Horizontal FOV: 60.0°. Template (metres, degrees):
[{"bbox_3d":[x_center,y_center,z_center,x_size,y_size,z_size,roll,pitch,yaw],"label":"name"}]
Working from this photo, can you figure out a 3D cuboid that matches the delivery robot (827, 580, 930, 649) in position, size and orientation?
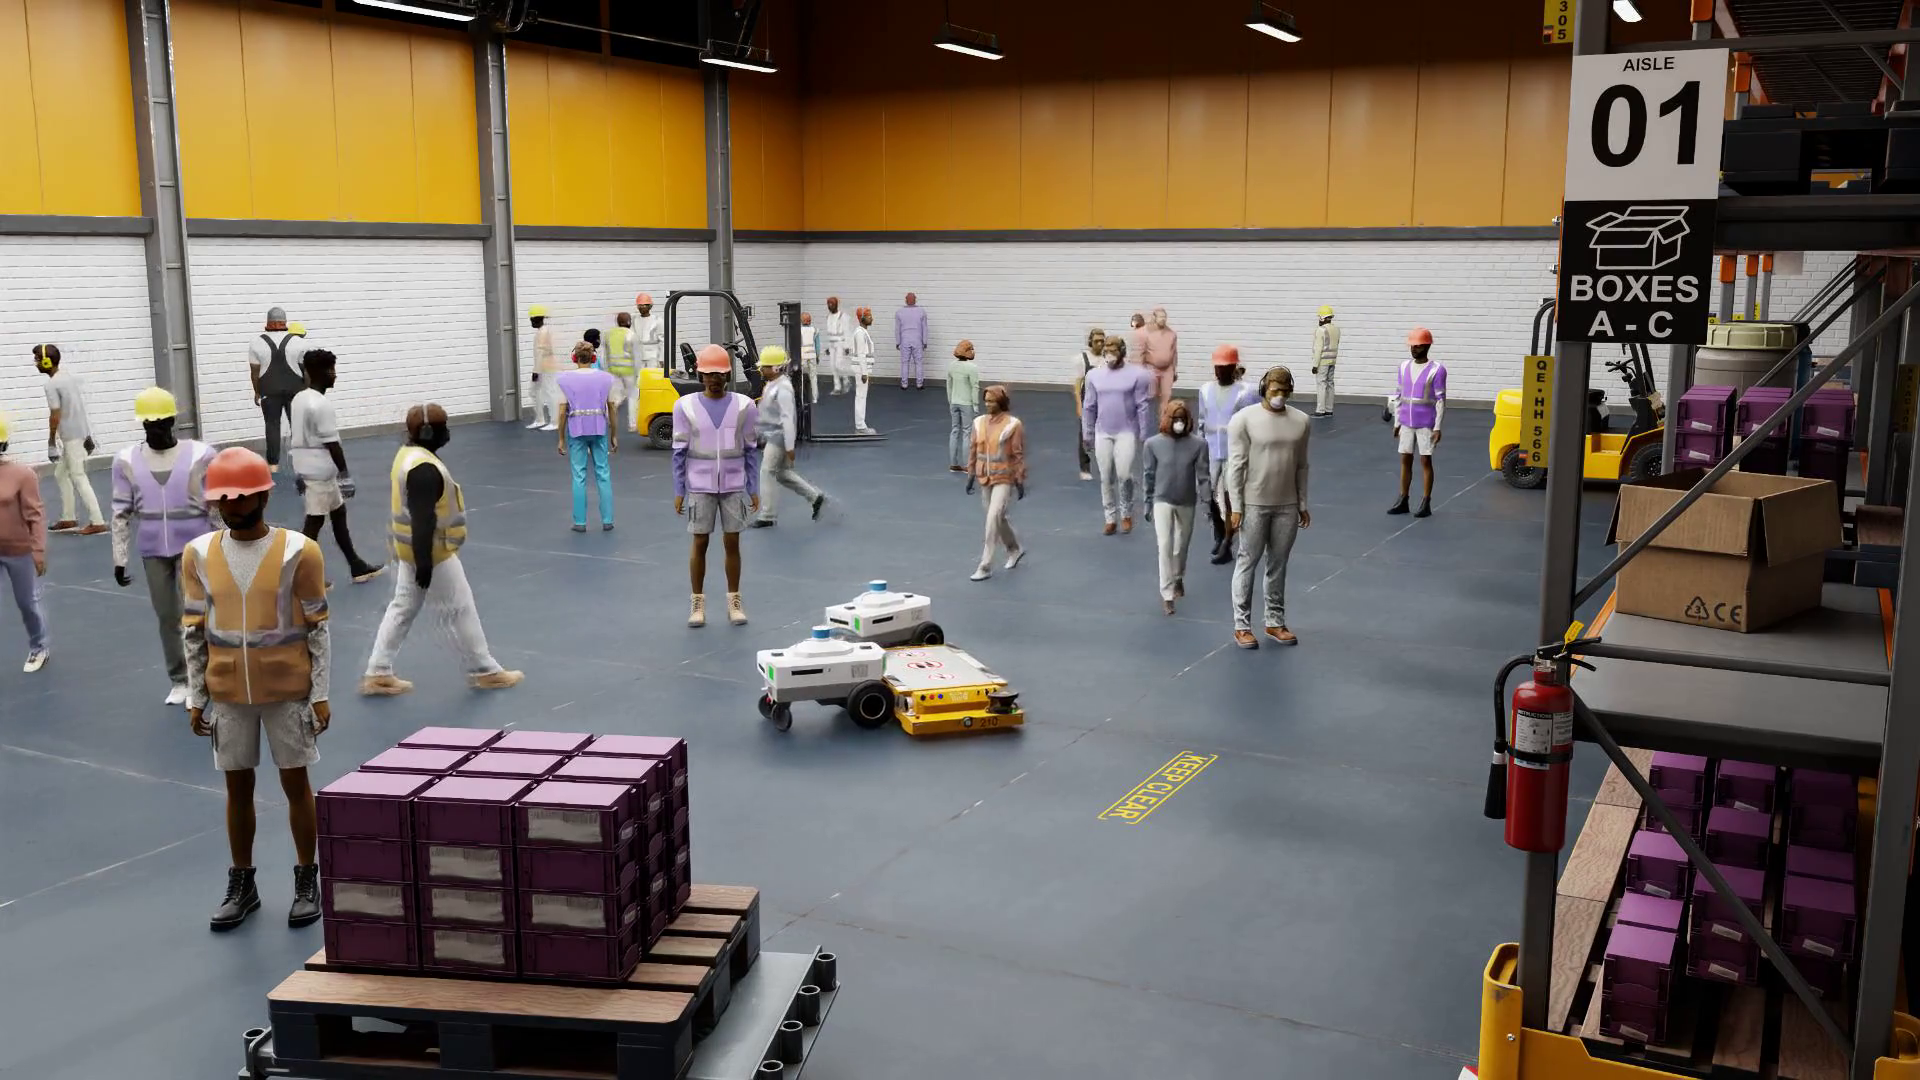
[{"bbox_3d":[-0.527,0.506,10.829,0.477,0.478,0.707,9,14,43],"label":"delivery robot"}]

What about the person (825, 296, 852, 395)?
[{"bbox_3d":[-2.345,-3.664,31.441,0.599,1.866,0.408,9,13,43],"label":"person"}]

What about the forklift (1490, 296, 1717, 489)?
[{"bbox_3d":[7.296,-1.677,18.993,2.313,2.155,1.214,5,11,27],"label":"forklift"}]

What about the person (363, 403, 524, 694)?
[{"bbox_3d":[-3.226,0.058,10.126,0.945,1.796,0.639,-5,11,-27],"label":"person"}]

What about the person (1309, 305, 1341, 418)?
[{"bbox_3d":[5.933,-2.897,27.104,0.404,1.833,0.590,10,14,44],"label":"person"}]

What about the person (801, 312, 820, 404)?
[{"bbox_3d":[-2.732,-3.222,29.547,0.523,1.639,0.309,-5,11,-26],"label":"person"}]

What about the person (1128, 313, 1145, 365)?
[{"bbox_3d":[3.200,-3.222,29.573,0.431,1.624,0.507,-5,11,-26],"label":"person"}]

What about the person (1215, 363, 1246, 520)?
[{"bbox_3d":[2.677,-0.969,16.560,0.524,1.621,0.390,-6,11,-30],"label":"person"}]

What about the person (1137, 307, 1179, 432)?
[{"bbox_3d":[2.955,-2.562,25.021,0.651,1.890,0.611,-3,10,-16],"label":"person"}]

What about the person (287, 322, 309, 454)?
[{"bbox_3d":[-8.794,-2.009,22.146,0.299,1.772,0.533,-10,14,-44],"label":"person"}]

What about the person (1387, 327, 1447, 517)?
[{"bbox_3d":[4.665,-1.199,16.965,0.370,1.939,0.543,-10,14,-44],"label":"person"}]

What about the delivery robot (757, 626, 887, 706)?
[{"bbox_3d":[-0.791,0.735,9.503,0.707,0.478,0.477,-3,10,-18],"label":"delivery robot"}]

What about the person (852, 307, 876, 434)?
[{"bbox_3d":[-1.429,-2.497,24.645,0.354,1.883,0.573,-1,10,-4],"label":"person"}]

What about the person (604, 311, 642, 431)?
[{"bbox_3d":[-5.064,-2.515,24.937,0.646,1.822,0.629,5,11,29],"label":"person"}]

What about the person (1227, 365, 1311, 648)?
[{"bbox_3d":[2.117,-0.230,11.378,0.627,1.934,0.371,-4,10,-20],"label":"person"}]

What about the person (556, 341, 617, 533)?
[{"bbox_3d":[-3.584,-0.990,16.025,0.569,1.843,0.373,-4,11,-22],"label":"person"}]

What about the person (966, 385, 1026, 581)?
[{"bbox_3d":[0.327,-0.504,13.888,0.528,1.603,0.813,8,13,39],"label":"person"}]

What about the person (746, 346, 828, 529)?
[{"bbox_3d":[-1.699,-0.999,16.230,0.773,1.802,0.580,-2,10,-12],"label":"person"}]

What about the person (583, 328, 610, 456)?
[{"bbox_3d":[-4.856,-1.956,22.048,0.318,1.699,0.534,-4,11,-24],"label":"person"}]

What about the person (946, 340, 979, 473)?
[{"bbox_3d":[0.043,-1.633,20.362,0.501,1.633,0.282,10,14,44],"label":"person"}]

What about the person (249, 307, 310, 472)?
[{"bbox_3d":[-8.350,-1.856,20.474,0.688,2.000,0.536,-4,10,-20],"label":"person"}]

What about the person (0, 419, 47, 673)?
[{"bbox_3d":[-5.954,0.063,10.335,0.531,1.708,0.954,-2,10,-12],"label":"person"}]

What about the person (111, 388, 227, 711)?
[{"bbox_3d":[-4.651,0.064,9.754,0.613,1.902,0.674,-2,10,-11],"label":"person"}]

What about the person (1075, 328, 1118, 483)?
[{"bbox_3d":[1.592,-1.547,19.369,0.513,1.804,0.918,-2,10,-11],"label":"person"}]

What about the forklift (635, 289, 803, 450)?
[{"bbox_3d":[-3.358,-2.392,23.136,2.313,2.155,1.214,-1,10,-5],"label":"forklift"}]

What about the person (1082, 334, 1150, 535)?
[{"bbox_3d":[1.460,-0.986,15.794,0.645,1.920,0.472,4,11,21],"label":"person"}]

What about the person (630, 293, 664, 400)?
[{"bbox_3d":[-5.061,-2.954,26.820,0.605,2.045,0.388,3,10,14],"label":"person"}]

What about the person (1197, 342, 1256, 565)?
[{"bbox_3d":[2.291,-0.747,14.387,0.552,1.924,0.449,6,12,32],"label":"person"}]

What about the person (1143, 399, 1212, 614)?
[{"bbox_3d":[1.648,-0.290,12.697,0.519,1.599,0.822,0,10,1],"label":"person"}]

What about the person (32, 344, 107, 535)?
[{"bbox_3d":[-8.530,-0.945,15.808,0.751,1.828,0.543,-1,10,-6],"label":"person"}]

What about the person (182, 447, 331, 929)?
[{"bbox_3d":[-2.787,0.592,6.601,0.553,1.935,0.361,-1,10,-6],"label":"person"}]

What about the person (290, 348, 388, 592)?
[{"bbox_3d":[-4.971,-0.558,13.271,0.916,1.926,0.617,-7,12,-37],"label":"person"}]

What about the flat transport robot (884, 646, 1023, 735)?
[{"bbox_3d":[-0.176,0.855,9.896,0.652,0.197,1.431,-3,10,-18],"label":"flat transport robot"}]

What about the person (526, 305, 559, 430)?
[{"bbox_3d":[-6.394,-2.600,25.174,0.654,1.905,0.603,-3,10,-15],"label":"person"}]

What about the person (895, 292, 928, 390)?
[{"bbox_3d":[-0.954,-3.908,32.730,0.644,1.913,0.408,0,10,-1],"label":"person"}]

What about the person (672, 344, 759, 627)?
[{"bbox_3d":[-1.746,-0.384,11.953,0.615,2.038,0.395,-2,10,-14],"label":"person"}]

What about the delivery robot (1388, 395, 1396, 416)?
[{"bbox_3d":[7.132,-2.214,26.571,0.477,0.478,0.707,8,13,40],"label":"delivery robot"}]
